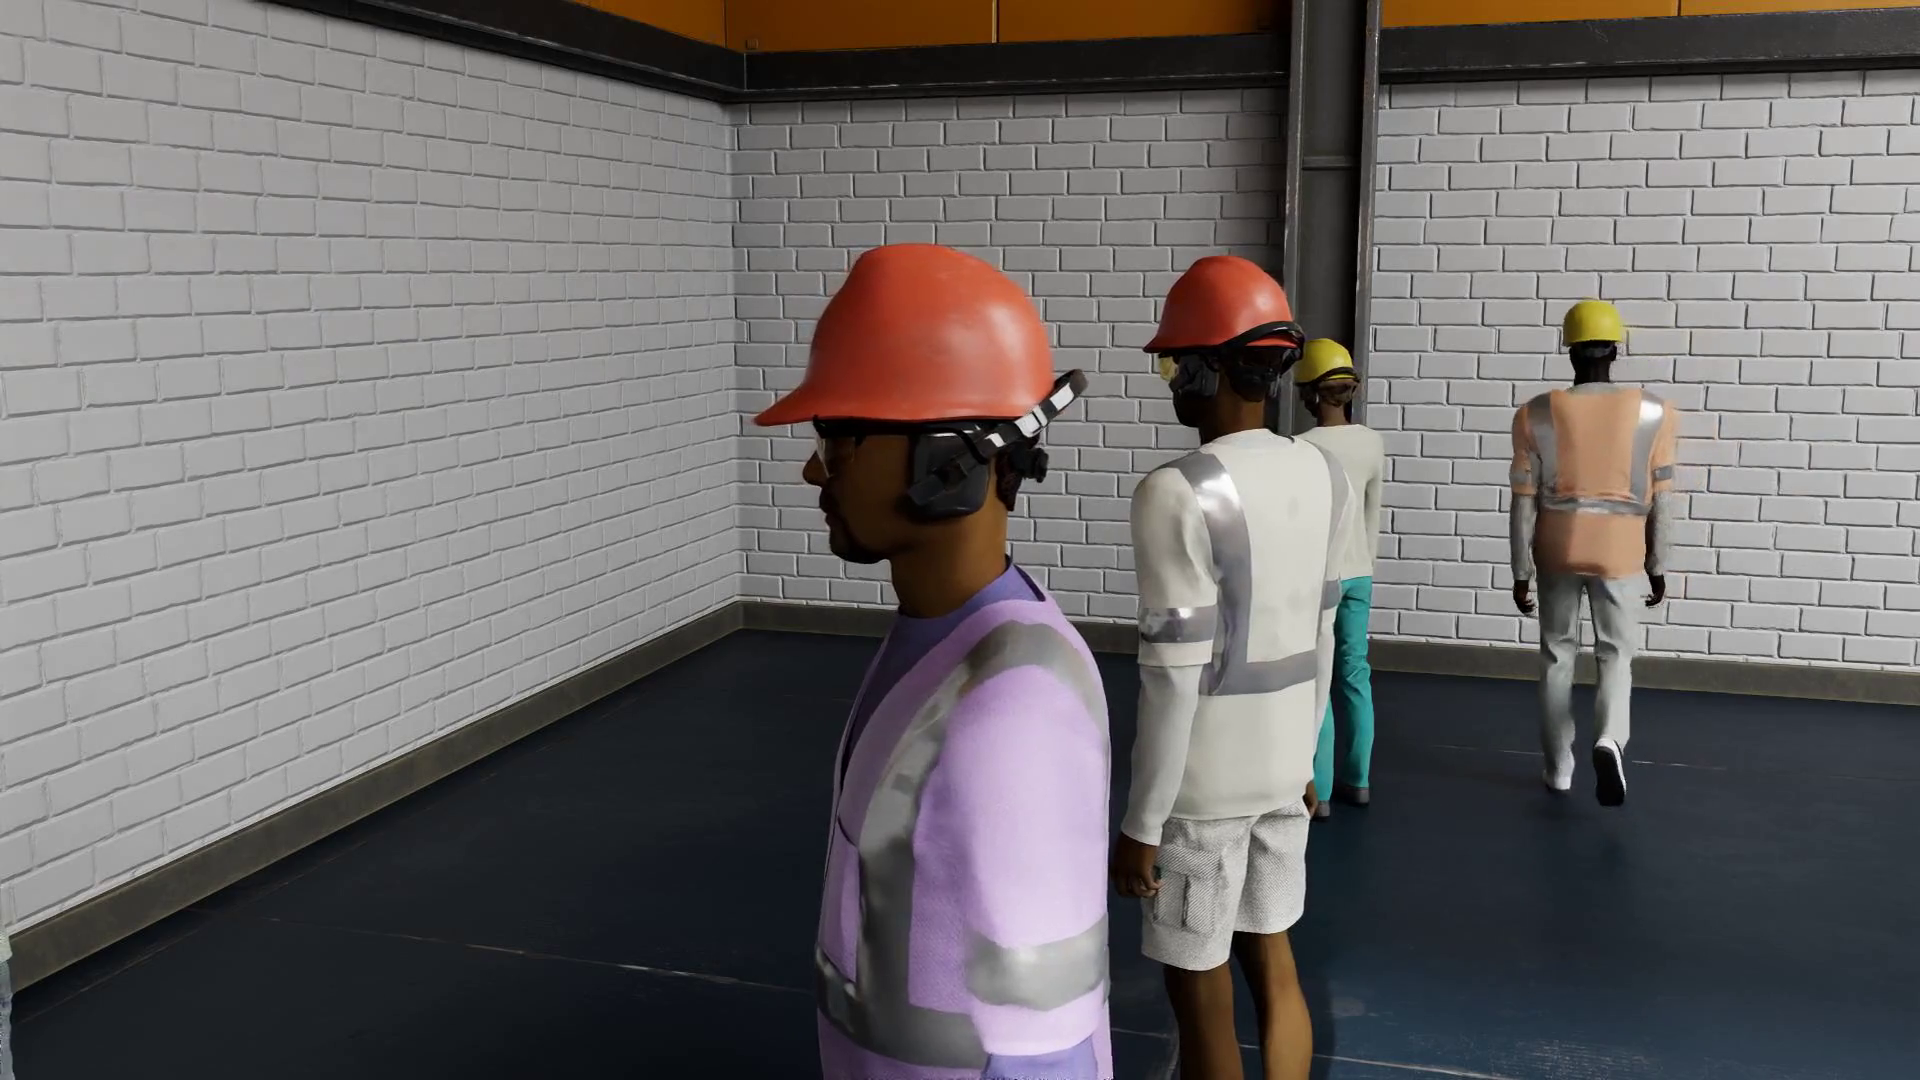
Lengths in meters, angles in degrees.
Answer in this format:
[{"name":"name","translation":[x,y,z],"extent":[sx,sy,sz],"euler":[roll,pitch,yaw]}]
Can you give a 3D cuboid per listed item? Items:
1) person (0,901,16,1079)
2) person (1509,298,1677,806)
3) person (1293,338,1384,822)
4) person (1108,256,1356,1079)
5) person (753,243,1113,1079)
[{"name":"person","translation":[-1.753,0.763,2.766],"extent":[0.287,1.631,0.501],"euler":[0,9,-2]},{"name":"person","translation":[2.334,0.064,6.184],"extent":[0.596,1.909,0.642],"euler":[3,10,17]},{"name":"person","translation":[1.332,0.147,6.124],"extent":[0.533,1.765,0.324],"euler":[-7,12,-37]},{"name":"person","translation":[0.510,0.465,3.337],"extent":[0.382,2.041,0.616],"euler":[9,13,44]},{"name":"person","translation":[-0.021,0.703,1.878],"extent":[0.386,2.045,0.605],"euler":[-1,9,-7]}]
